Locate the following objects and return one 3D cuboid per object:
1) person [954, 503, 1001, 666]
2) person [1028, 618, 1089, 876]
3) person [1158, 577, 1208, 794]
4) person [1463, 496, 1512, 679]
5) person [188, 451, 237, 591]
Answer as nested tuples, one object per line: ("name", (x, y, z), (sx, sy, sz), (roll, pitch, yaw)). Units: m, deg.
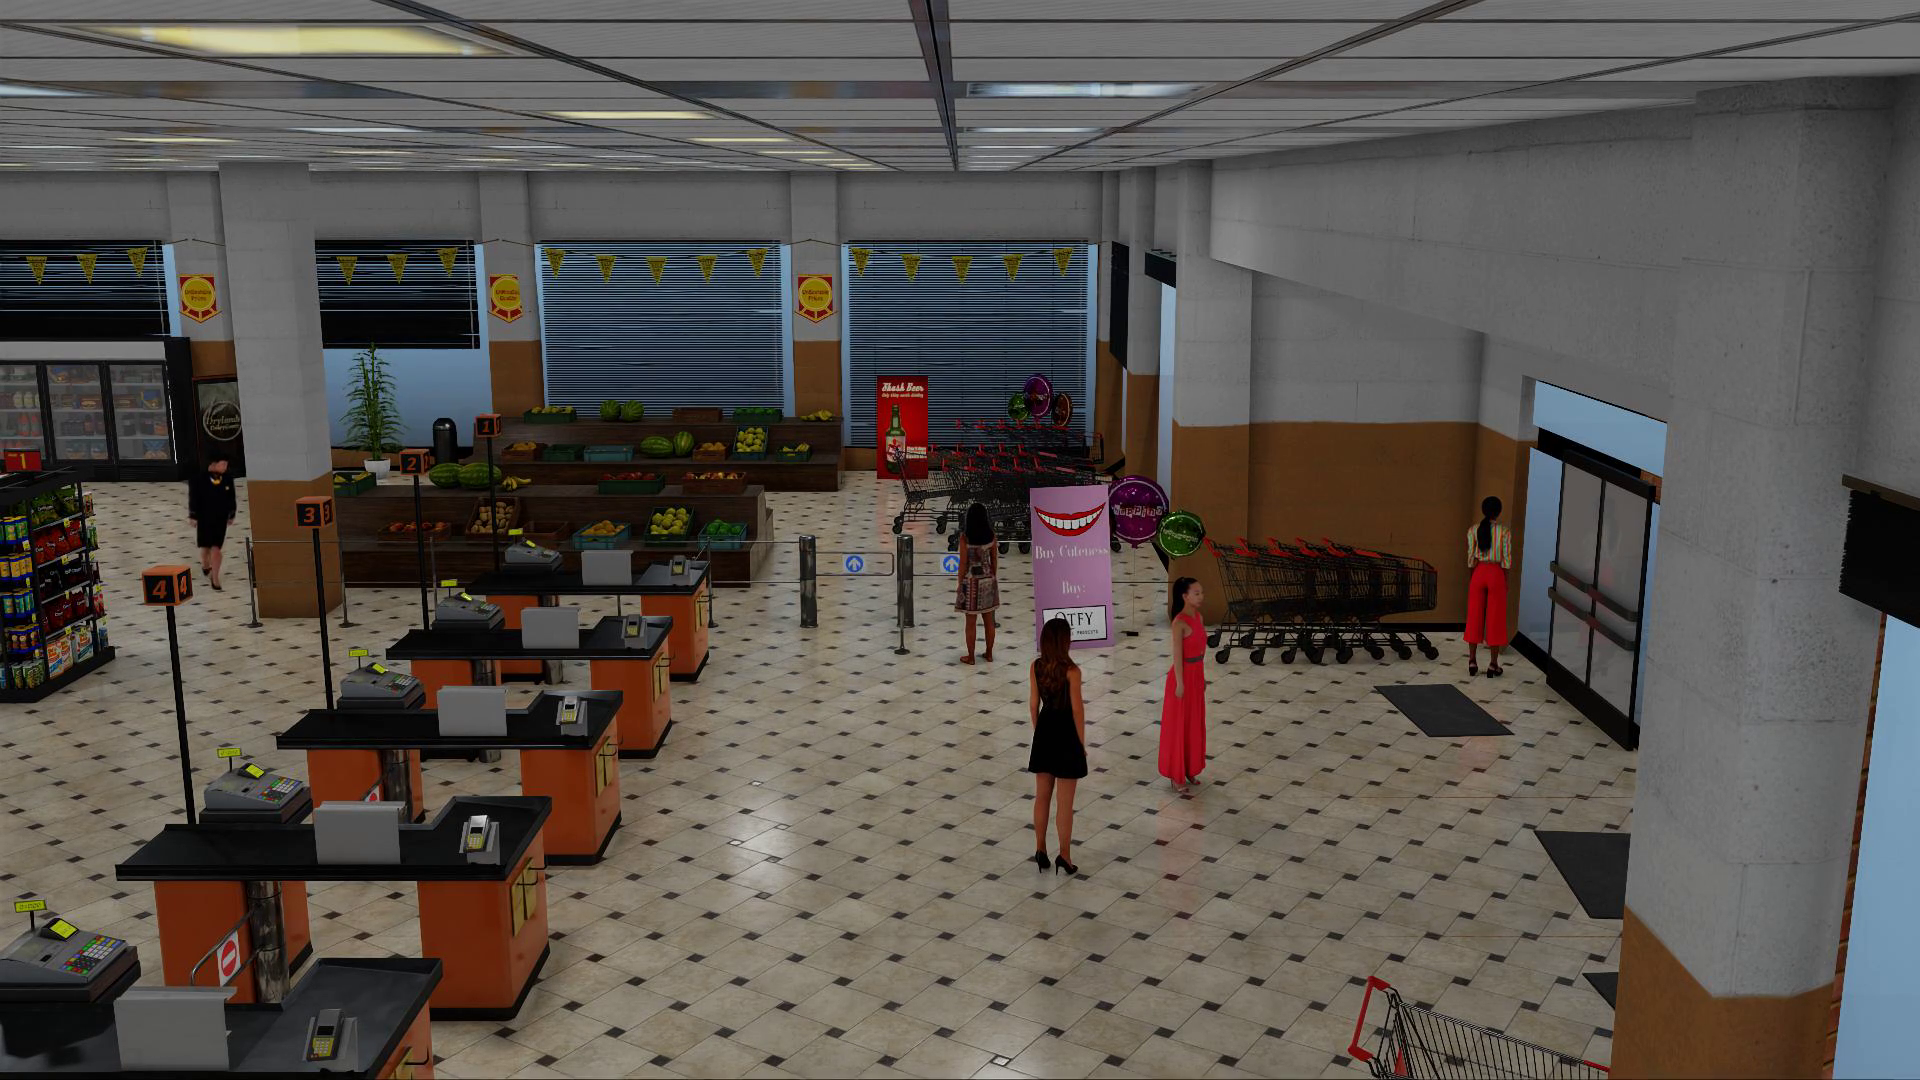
("person", (0.179, 0.430, 16.740), (0.640, 1.645, 0.784), (-6, 13, -27))
("person", (0.667, 1.431, 11.522), (0.626, 1.835, 0.723), (8, 14, 32))
("person", (1.795, 1.134, 13.197), (0.746, 1.728, 0.712), (8, 15, 35))
("person", (5.168, 0.451, 16.280), (0.640, 1.792, 0.744), (7, 14, 31))
("person", (-8.970, -0.239, 19.910), (0.987, 1.647, 1.021), (-7, 14, -30))
